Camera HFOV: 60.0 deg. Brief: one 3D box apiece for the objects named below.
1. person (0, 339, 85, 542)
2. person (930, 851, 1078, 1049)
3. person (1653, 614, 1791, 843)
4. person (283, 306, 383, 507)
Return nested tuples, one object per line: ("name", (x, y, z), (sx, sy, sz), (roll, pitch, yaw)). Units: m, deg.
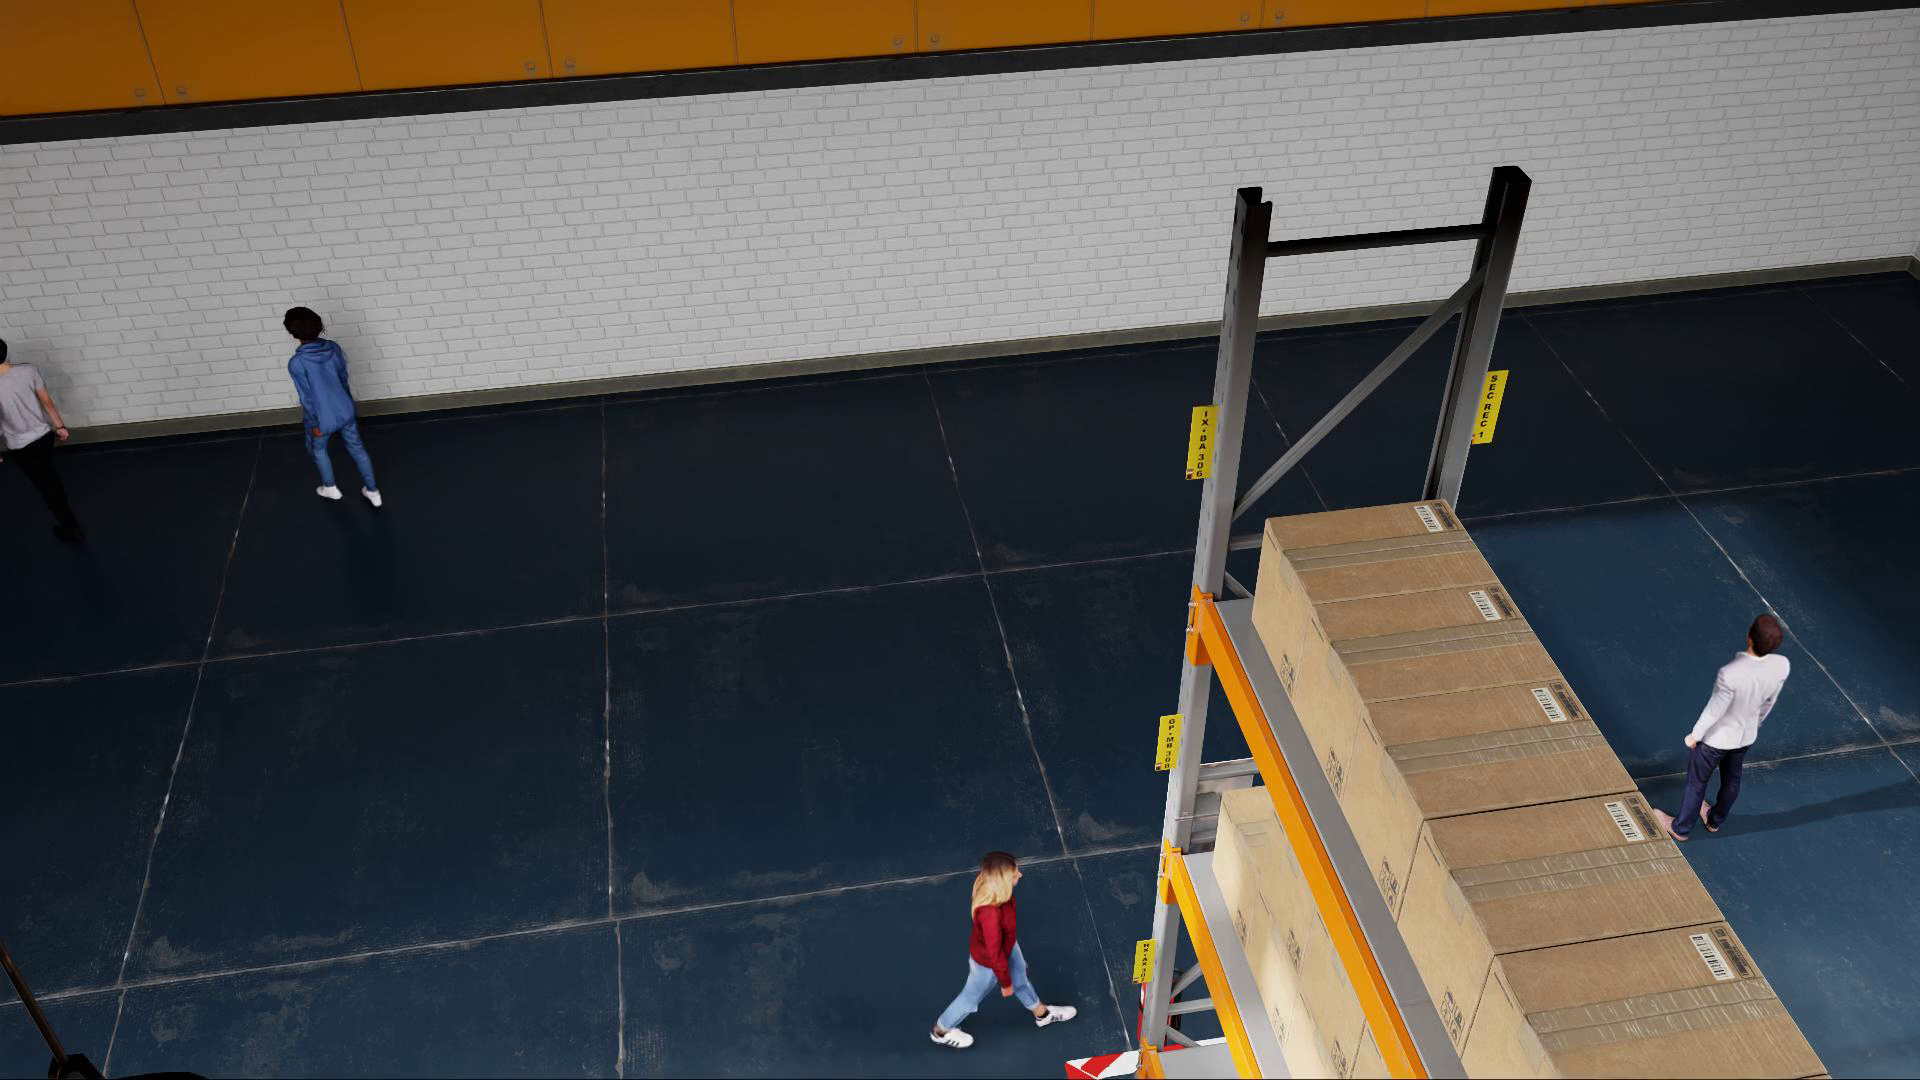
("person", (-7.314, -0.763, 13.175), (0.972, 1.848, 0.920), (18, 42, 21))
("person", (0.108, 2.366, 9.470), (0.806, 1.582, 1.082), (0, 39, 0))
("person", (4.938, 1.216, 10.692), (0.696, 1.853, 0.597), (-10, 40, -12))
("person", (-5.108, -1.023, 13.560), (0.978, 1.774, 0.915), (25, 45, 28))
